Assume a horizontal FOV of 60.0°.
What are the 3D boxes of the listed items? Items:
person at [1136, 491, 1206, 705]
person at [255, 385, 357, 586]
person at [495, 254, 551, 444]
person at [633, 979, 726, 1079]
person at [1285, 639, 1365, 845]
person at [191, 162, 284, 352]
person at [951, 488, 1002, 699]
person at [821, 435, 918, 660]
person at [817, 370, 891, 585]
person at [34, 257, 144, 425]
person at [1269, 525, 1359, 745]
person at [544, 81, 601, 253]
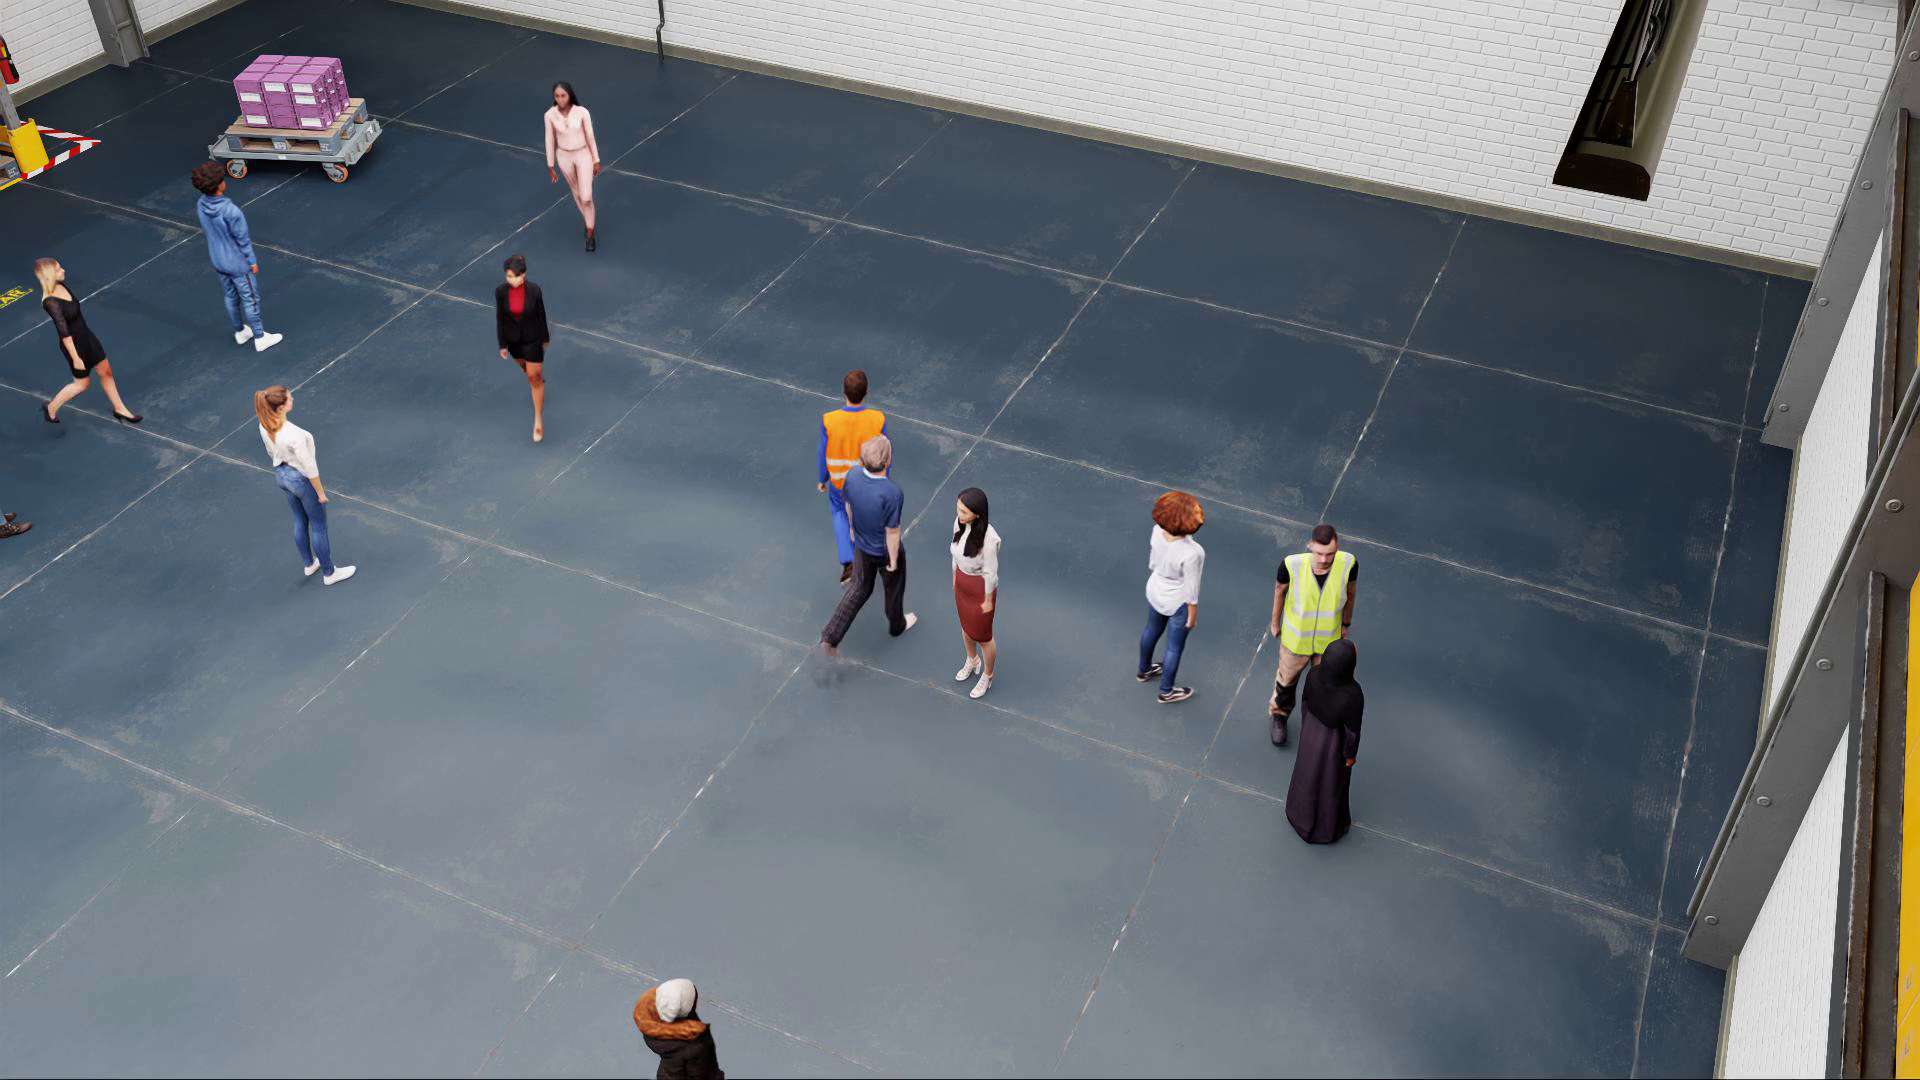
[{"bbox_3d":[1.439,0.385,11.508,0.768,1.709,0.746,-21,43,-24],"label":"person"},{"bbox_3d":[-4.971,-0.422,12.510,0.644,1.719,0.567,23,44,26],"label":"person"},{"bbox_3d":[-3.712,-1.703,14.212,0.849,1.596,1.128,0,39,0],"label":"person"},{"bbox_3d":[-1.455,2.833,8.531,1.117,1.599,0.859,-31,48,-33],"label":"person"},{"bbox_3d":[2.323,1.244,10.508,0.731,1.614,0.702,-25,45,-28],"label":"person"},{"bbox_3d":[-6.636,-2.579,15.140,0.652,1.807,0.534,16,41,19],"label":"person"},{"bbox_3d":[0.107,0.361,11.506,0.654,1.749,0.661,-27,46,-30],"label":"person"},{"bbox_3d":[-0.639,0.094,11.764,0.799,1.844,1.149,24,44,27],"label":"person"},{"bbox_3d":[-0.779,-0.385,12.360,0.928,1.849,1.005,-4,39,-6],"label":"person"},{"bbox_3d":[-7.538,-1.617,14.057,0.997,1.656,1.000,-8,39,-10],"label":"person"},{"bbox_3d":[2.353,0.607,11.123,0.827,1.842,0.861,0,39,0],"label":"person"},{"bbox_3d":[-3.875,-3.842,16.812,0.884,1.695,1.023,-1,39,-1],"label":"person"}]
